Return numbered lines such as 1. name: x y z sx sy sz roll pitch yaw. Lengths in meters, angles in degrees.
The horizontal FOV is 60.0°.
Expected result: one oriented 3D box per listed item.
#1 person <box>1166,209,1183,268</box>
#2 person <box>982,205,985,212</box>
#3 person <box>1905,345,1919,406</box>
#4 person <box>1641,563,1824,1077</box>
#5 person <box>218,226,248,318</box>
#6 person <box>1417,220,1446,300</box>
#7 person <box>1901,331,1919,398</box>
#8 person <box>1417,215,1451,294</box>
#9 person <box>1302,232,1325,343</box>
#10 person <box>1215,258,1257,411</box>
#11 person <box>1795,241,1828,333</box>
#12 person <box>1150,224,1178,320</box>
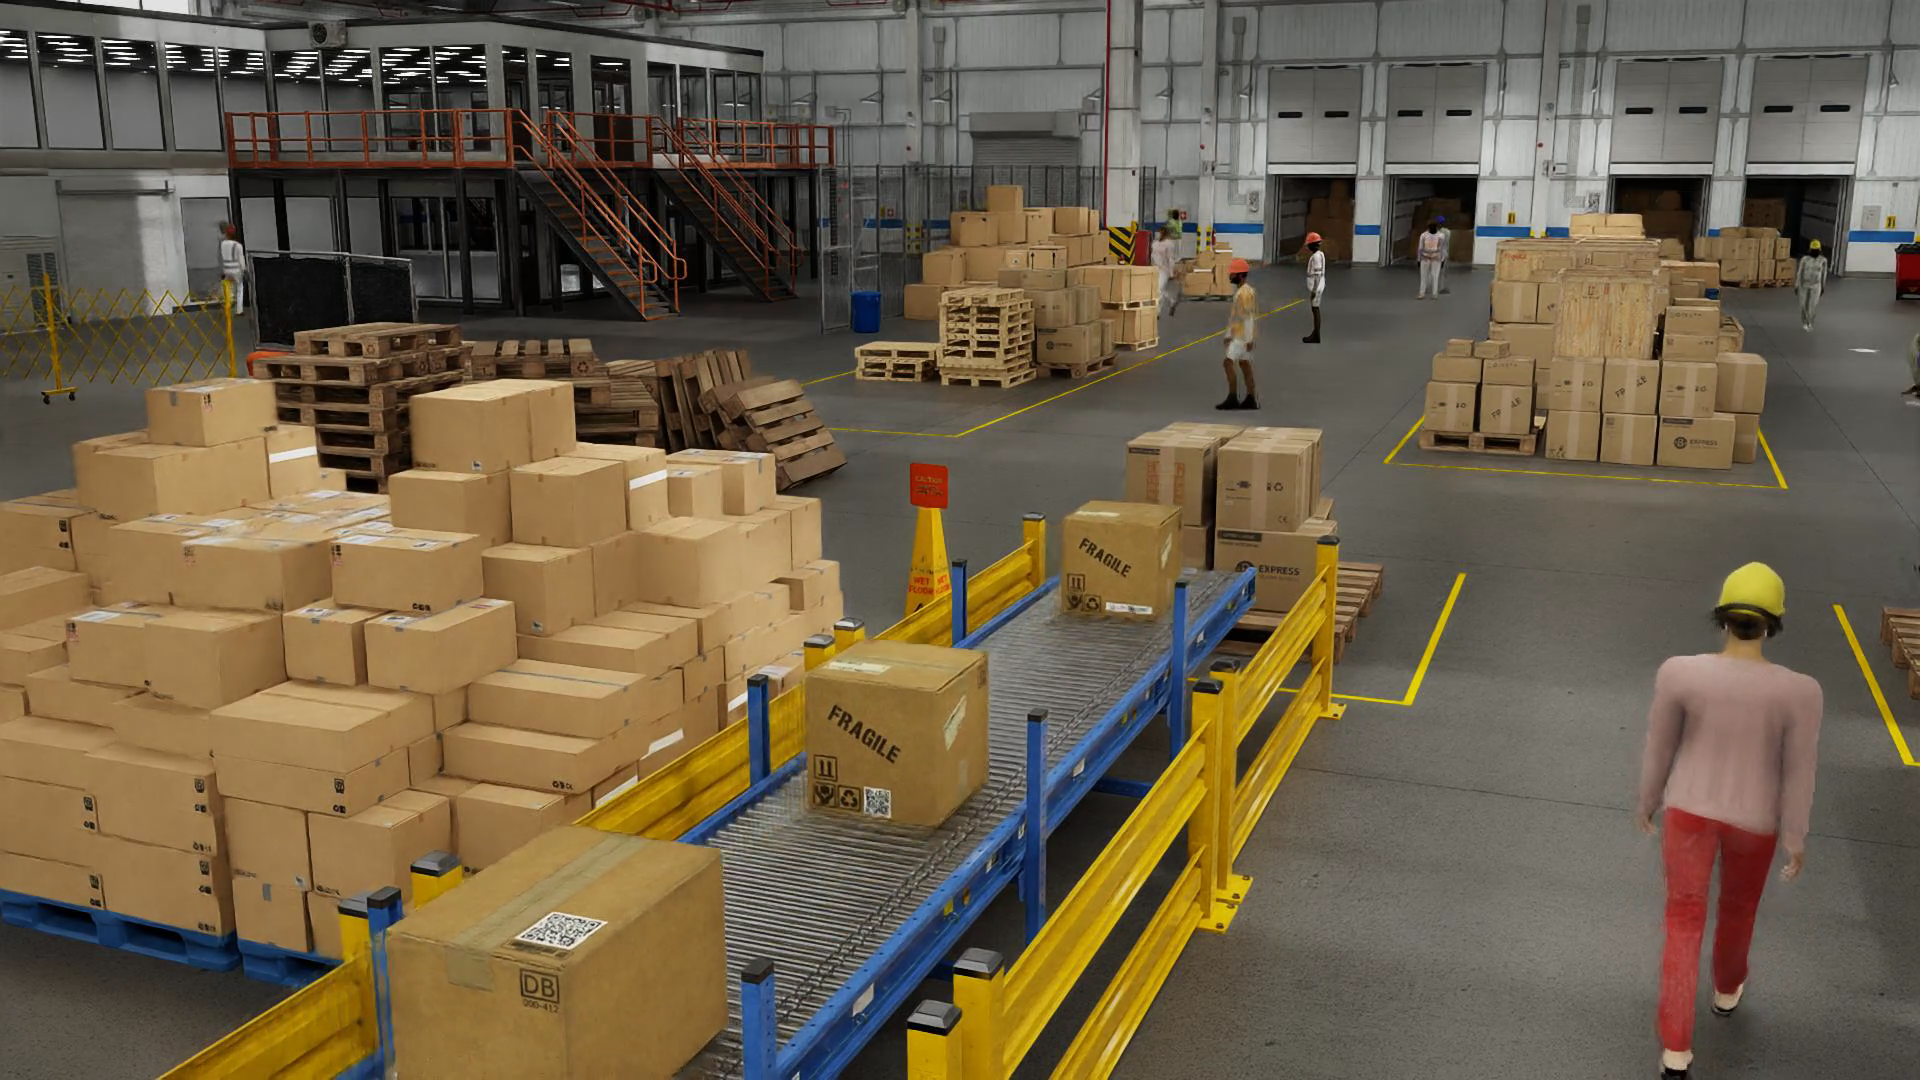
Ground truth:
1. person: 6.583 -9.290 51.282 0.625 1.813 0.786 -6 14 -27
2. person: 0.865 -9.801 53.399 0.934 1.883 0.616 3 13 14
3. person: 12.493 -2.633 21.229 0.480 1.891 0.622 7 14 29
4. person: 2.602 0.923 5.675 0.535 1.720 0.893 7 14 28
5. person: -14.866 -5.475 34.032 0.597 1.866 0.465 4 13 18
6. person: 10.993 -6.527 38.817 0.632 1.840 0.429 5 14 22
7. person: 12.832 -2.796 22.066 0.553 1.845 0.539 0 13 1
8. person: 11.600 -6.925 40.464 0.938 1.900 0.605 -6 14 -25
9. person: 6.193 -4.412 29.135 0.380 1.927 0.542 3 13 13
10. person: 3.471 -2.580 20.959 0.685 1.912 0.556 1 13 7
11. person: 16.005 -4.771 31.289 0.493 1.705 0.919 7 14 27
12. person: 4.119 -5.414 33.641 0.740 1.923 0.639 -7 14 -28
